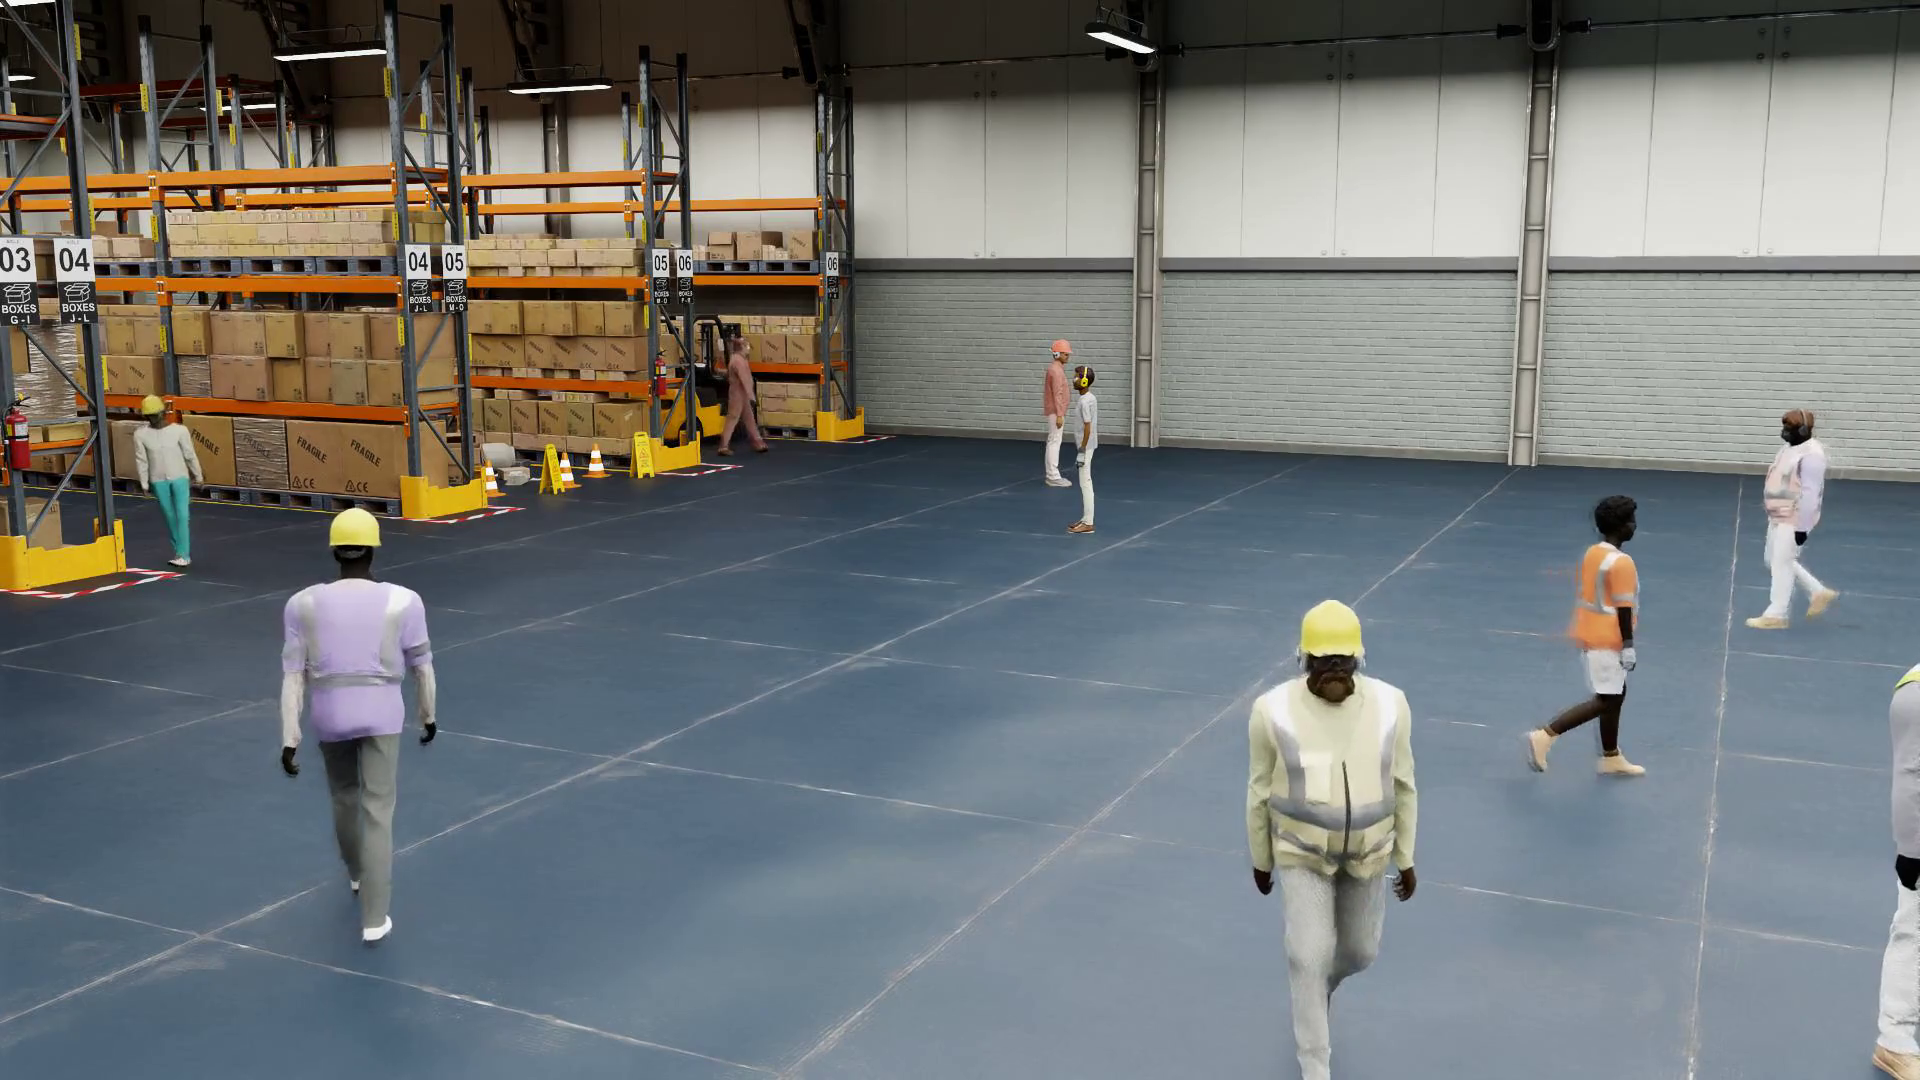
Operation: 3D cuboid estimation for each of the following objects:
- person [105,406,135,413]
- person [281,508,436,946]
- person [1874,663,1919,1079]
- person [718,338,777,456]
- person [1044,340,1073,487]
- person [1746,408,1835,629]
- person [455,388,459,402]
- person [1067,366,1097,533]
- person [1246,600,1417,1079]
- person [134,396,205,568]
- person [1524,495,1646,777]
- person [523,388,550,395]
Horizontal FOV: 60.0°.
[{"bbox_3d":[-12.495,-2.026,24.648,0.379,1.938,0.547,5,11,29],"label":"person"},{"bbox_3d":[-2.701,0.794,7.528,0.613,1.873,0.984,-2,9,-11],"label":"person"},{"bbox_3d":[3.616,1.072,5.983,0.628,1.835,0.429,-3,10,-18],"label":"person"},{"bbox_3d":[-3.397,-2.253,26.279,0.963,1.862,0.659,-1,9,-7],"label":"person"},{"bbox_3d":[1.338,-1.730,22.669,0.392,1.991,0.613,0,9,-1],"label":"person"},{"bbox_3d":[6.834,-0.167,13.577,0.622,1.828,0.642,2,9,10],"label":"person"},{"bbox_3d":[-8.485,-2.389,27.869,0.636,1.622,0.525,5,10,26],"label":"person"},{"bbox_3d":[1.374,-1.013,18.633,0.328,1.876,0.515,1,9,7],"label":"person"},{"bbox_3d":[1.319,1.082,6.003,0.596,1.811,0.753,0,9,-2],"label":"person"},{"bbox_3d":[-7.799,-0.575,16.428,0.598,1.706,0.785,-2,10,-14],"label":"person"},{"bbox_3d":[3.631,0.567,9.541,0.678,1.677,0.538,1,9,6],"label":"person"},{"bbox_3d":[-7.119,-2.516,27.905,0.997,1.865,0.649,9,13,43],"label":"person"}]
